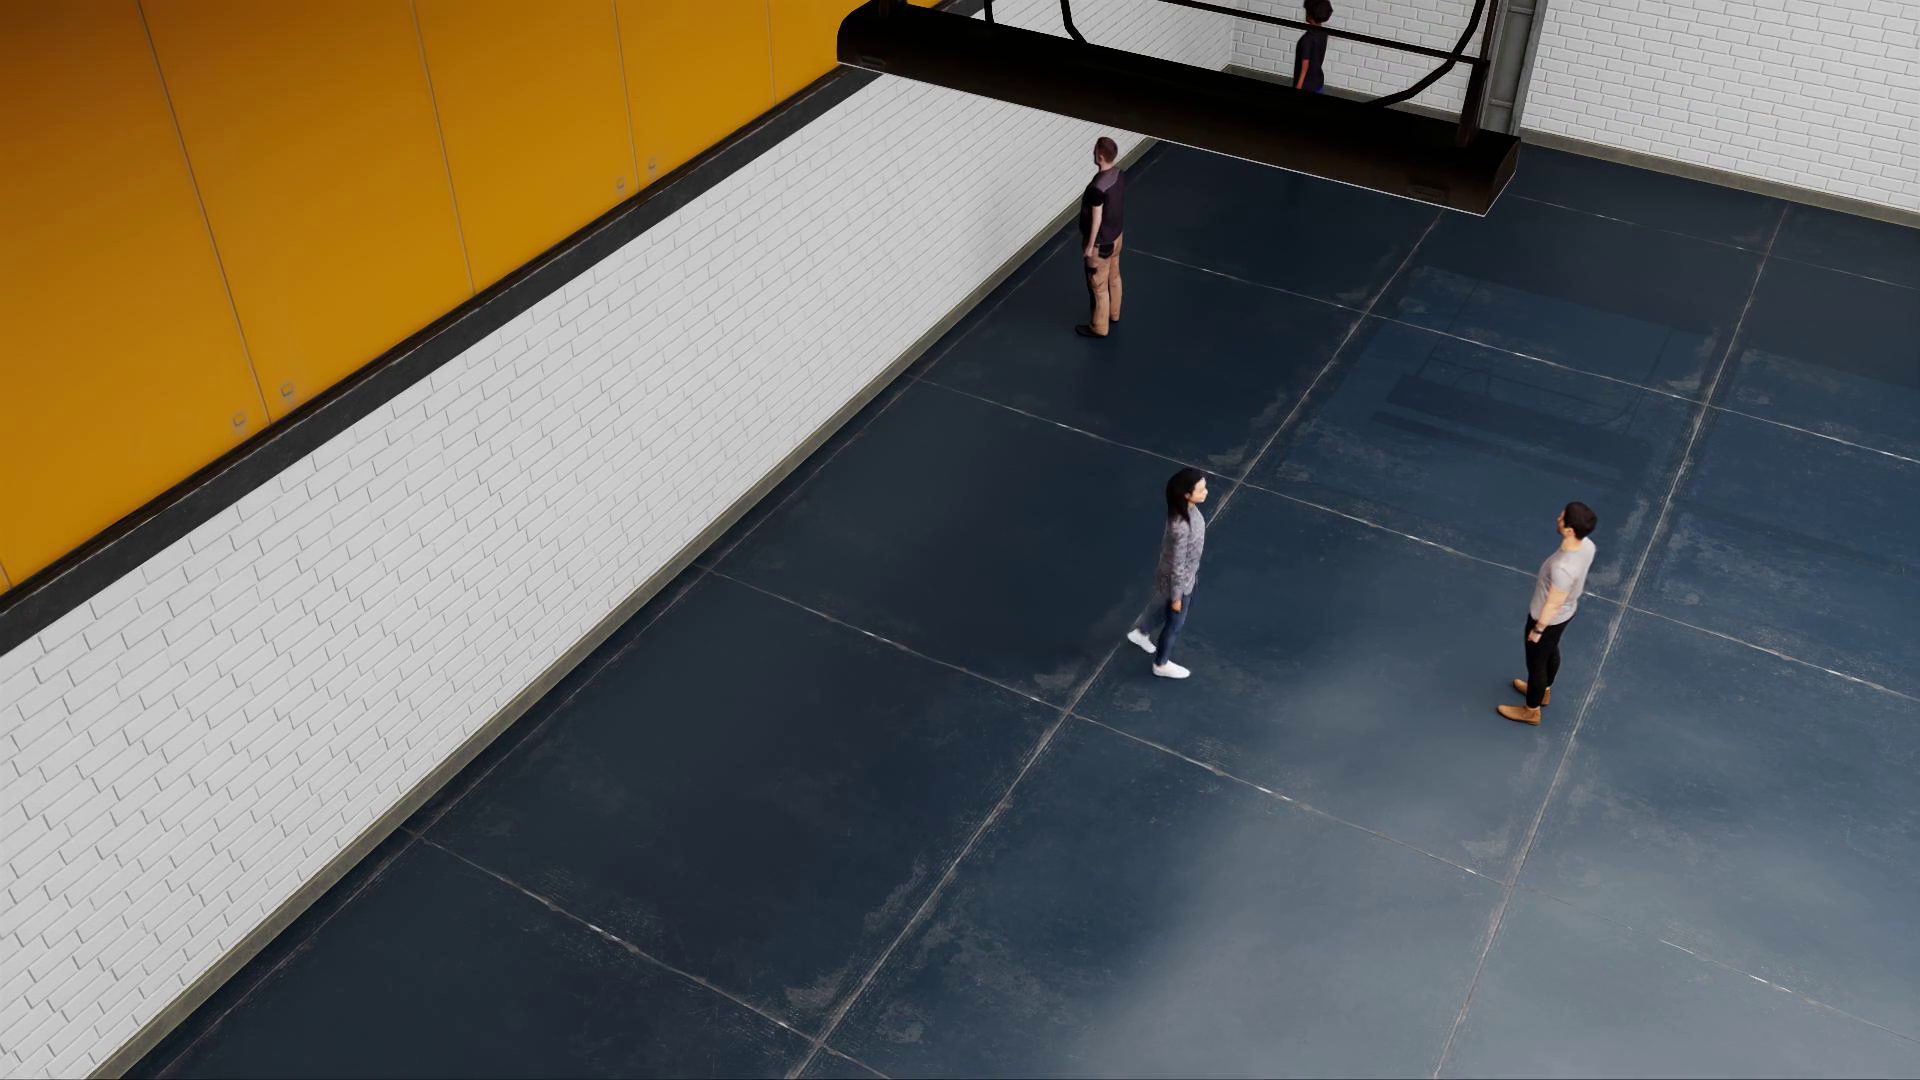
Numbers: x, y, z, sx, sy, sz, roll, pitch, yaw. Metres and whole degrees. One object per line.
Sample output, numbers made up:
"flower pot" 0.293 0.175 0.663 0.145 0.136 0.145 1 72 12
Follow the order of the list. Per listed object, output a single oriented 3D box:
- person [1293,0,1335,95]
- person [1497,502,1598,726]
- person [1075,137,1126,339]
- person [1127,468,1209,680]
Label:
"person" 3.583 -4.699 17.092 0.577 1.796 0.636 26 45 28
"person" 3.808 0.465 10.686 0.557 1.721 0.632 26 45 28
"person" 1.252 -2.643 14.482 0.578 1.840 0.678 18 42 21
"person" 1.351 0.222 10.991 0.799 1.720 0.753 4 39 5
